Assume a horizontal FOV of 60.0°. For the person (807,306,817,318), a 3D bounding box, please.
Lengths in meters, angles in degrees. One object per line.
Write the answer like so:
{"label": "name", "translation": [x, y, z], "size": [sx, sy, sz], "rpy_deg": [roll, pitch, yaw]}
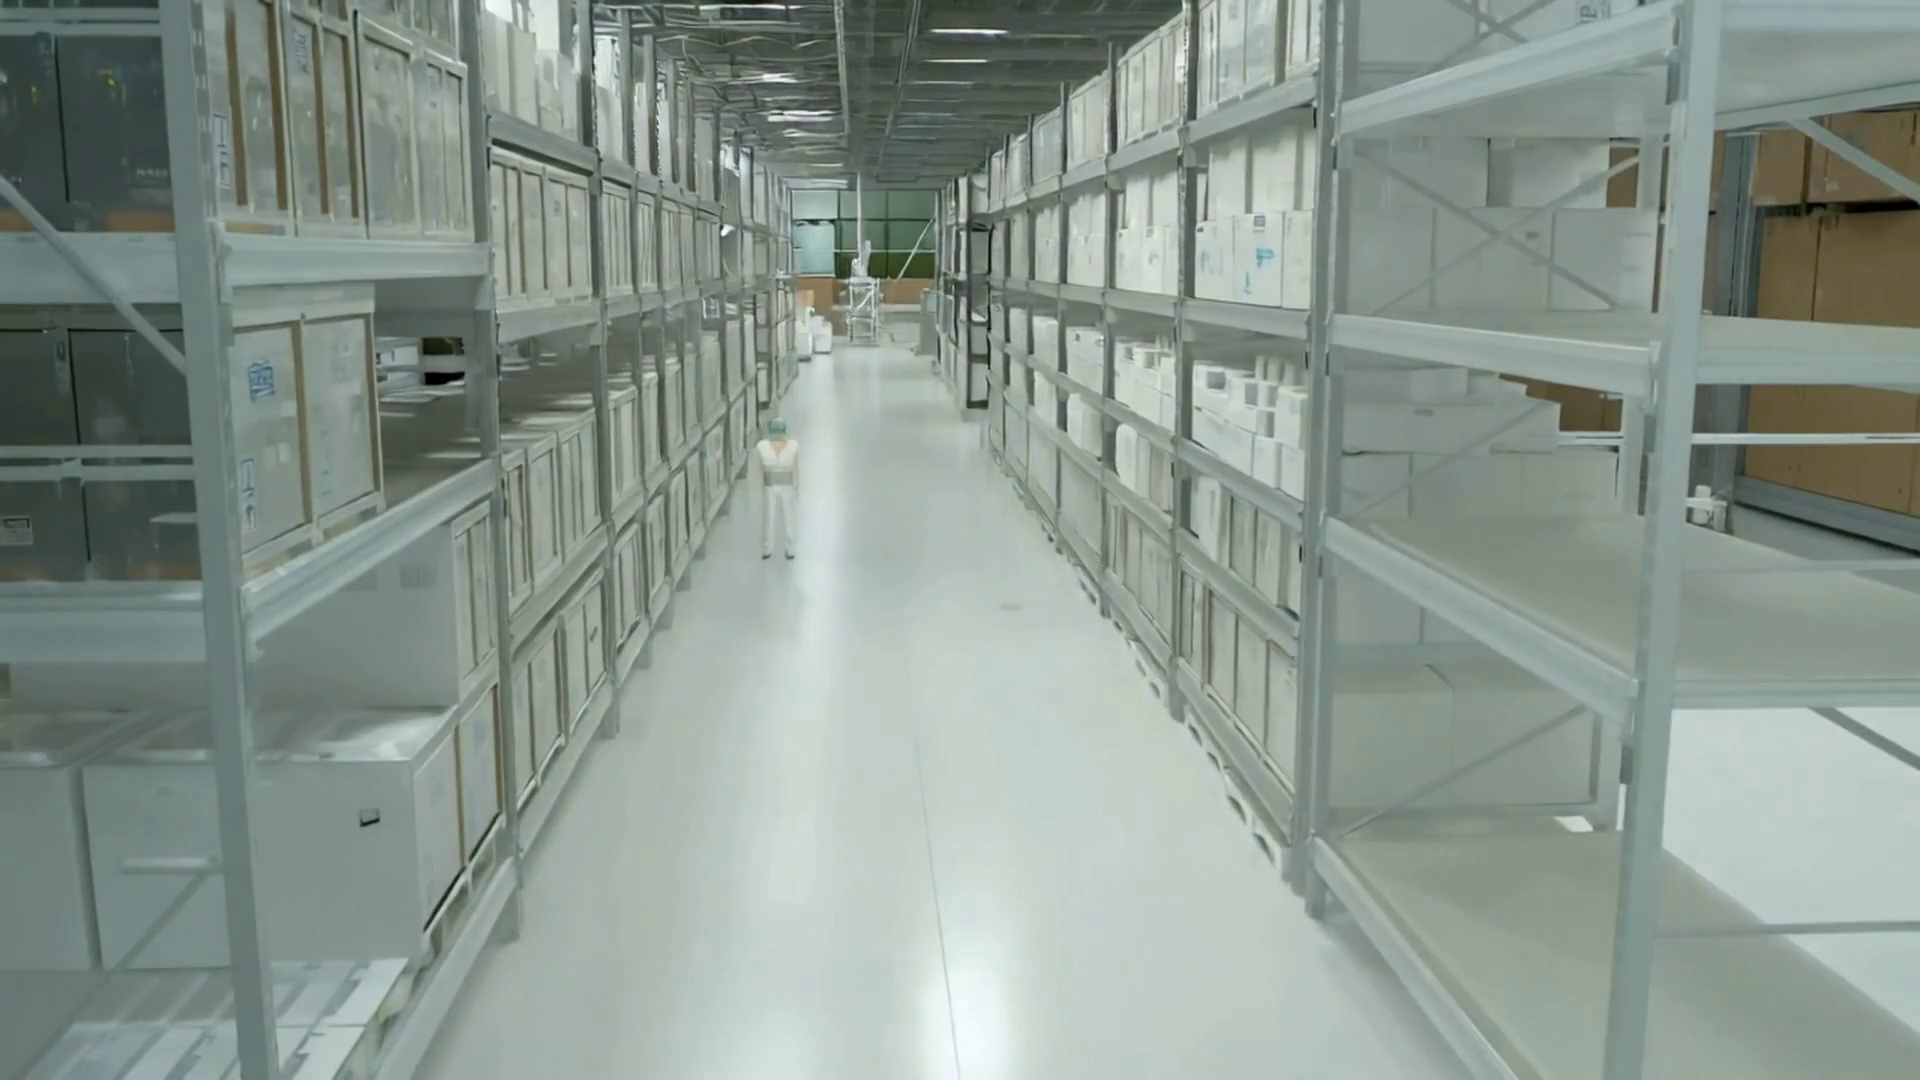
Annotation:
{"label": "person", "translation": [-6.438, -9.283, 72.780], "size": [0.542, 1.928, 0.399], "rpy_deg": [9, 13, 43]}

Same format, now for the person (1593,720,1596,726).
{"label": "person", "translation": [5.051, 0.593, 13.876], "size": [0.640, 1.884, 0.789], "rpy_deg": [0, 10, 2]}

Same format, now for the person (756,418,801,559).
{"label": "person", "translation": [-2.353, -0.669, 21.555], "size": [0.570, 1.840, 0.372], "rpy_deg": [-1, 10, -6]}

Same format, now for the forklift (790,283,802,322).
{"label": "forklift", "translation": [-8.071, -11.012, 80.244], "size": [1.129, 2.768, 1.873], "rpy_deg": [-5, 11, -30]}

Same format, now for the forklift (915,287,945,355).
{"label": "forklift", "translation": [-0.976, -8.990, 68.170], "size": [1.129, 2.768, 1.873], "rpy_deg": [4, 10, 21]}

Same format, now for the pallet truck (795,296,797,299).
{"label": "pallet truck", "translation": [-8.622, -12.439, 91.403], "size": [1.885, 1.965, 0.823], "rpy_deg": [2, 10, 13]}

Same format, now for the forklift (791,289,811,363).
{"label": "forklift", "translation": [-6.257, -8.164, 63.235], "size": [1.129, 2.768, 1.873], "rpy_deg": [-1, 10, -3]}
